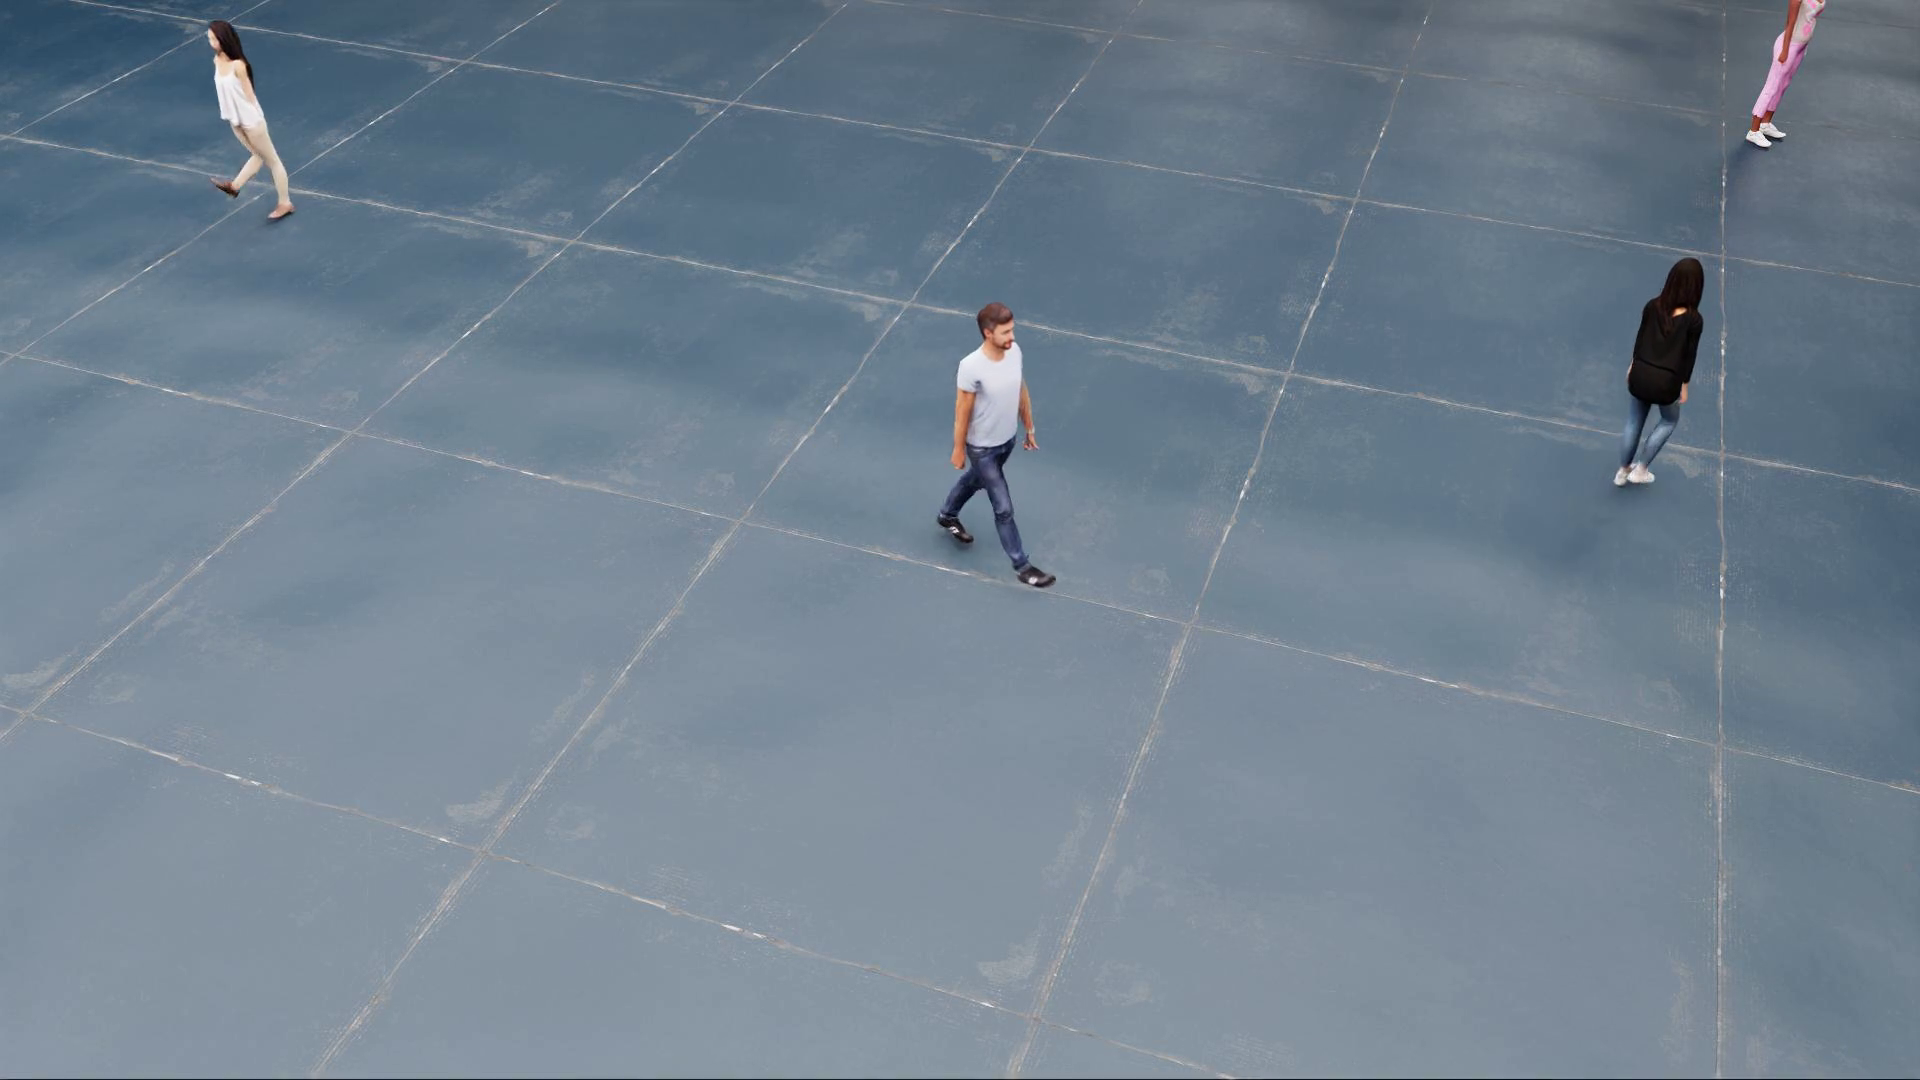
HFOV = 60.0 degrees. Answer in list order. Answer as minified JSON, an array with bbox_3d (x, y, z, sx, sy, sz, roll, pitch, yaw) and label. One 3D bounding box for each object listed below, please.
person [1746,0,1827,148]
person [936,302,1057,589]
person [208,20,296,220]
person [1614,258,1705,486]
[{"bbox_3d":[7.438,-4.419,14.893,0.593,1.742,0.707,-30,47,-32],"label":"person"},{"bbox_3d":[0.111,-0.617,9.972,1.042,1.818,1.265,29,46,32],"label":"person"},{"bbox_3d":[-5.954,-3.438,13.710,0.801,1.654,0.696,13,40,17],"label":"person"},{"bbox_3d":[4.432,-1.017,10.629,0.688,1.639,0.686,-30,47,-32],"label":"person"}]
